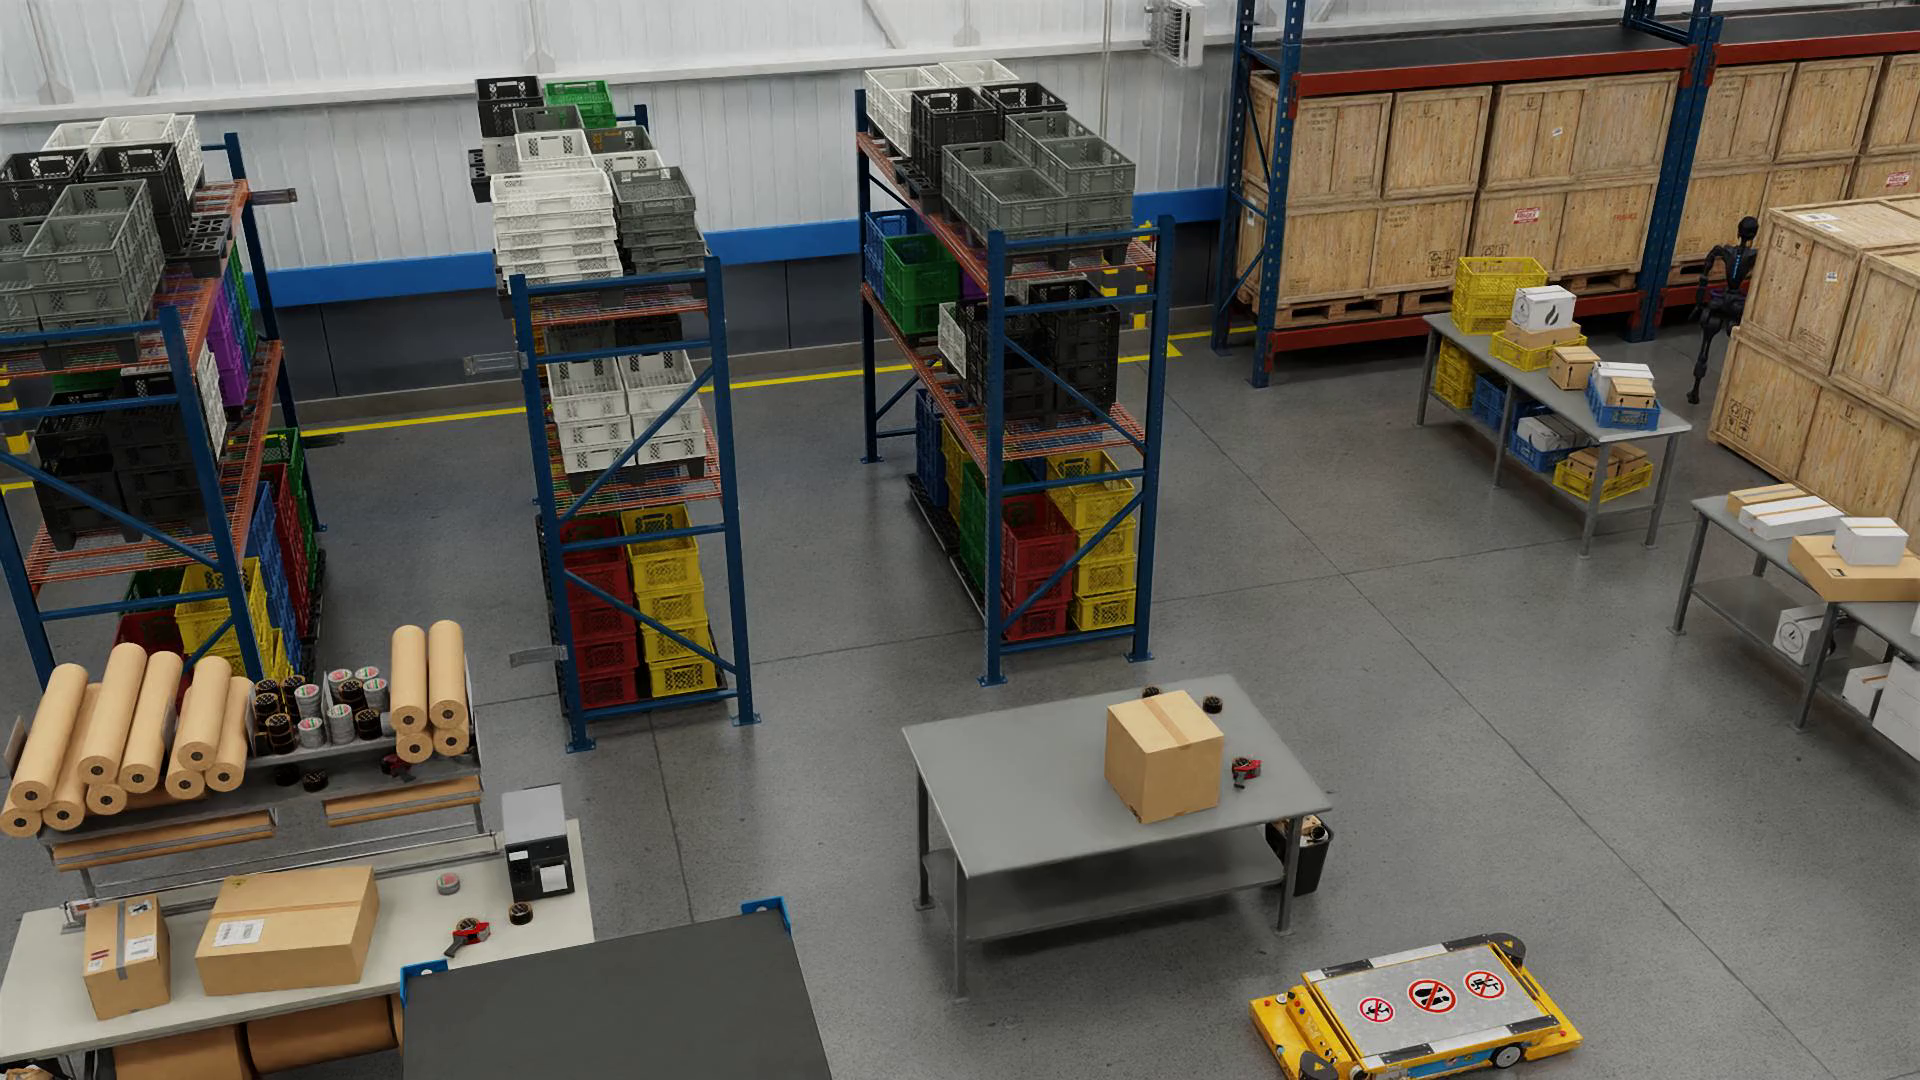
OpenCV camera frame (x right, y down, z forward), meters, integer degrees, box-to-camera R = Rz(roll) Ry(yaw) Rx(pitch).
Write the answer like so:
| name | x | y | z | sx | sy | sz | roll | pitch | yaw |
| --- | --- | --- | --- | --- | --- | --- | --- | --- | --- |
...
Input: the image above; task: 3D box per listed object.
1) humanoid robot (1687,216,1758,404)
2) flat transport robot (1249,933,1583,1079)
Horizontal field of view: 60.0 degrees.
| name | x | y | z | sx | sy | sz | roll | pitch | yaw |
| --- | --- | --- | --- | --- | --- | --- | --- | --- | --- |
| humanoid robot | 6.574 | -1.962 | 14.255 | 0.591 | 1.657 | 0.328 | 16 | 32 | 26 |
| flat transport robot | 2.184 | 2.282 | 7.980 | 1.431 | 0.197 | 0.652 | -8 | 30 | -14 |
